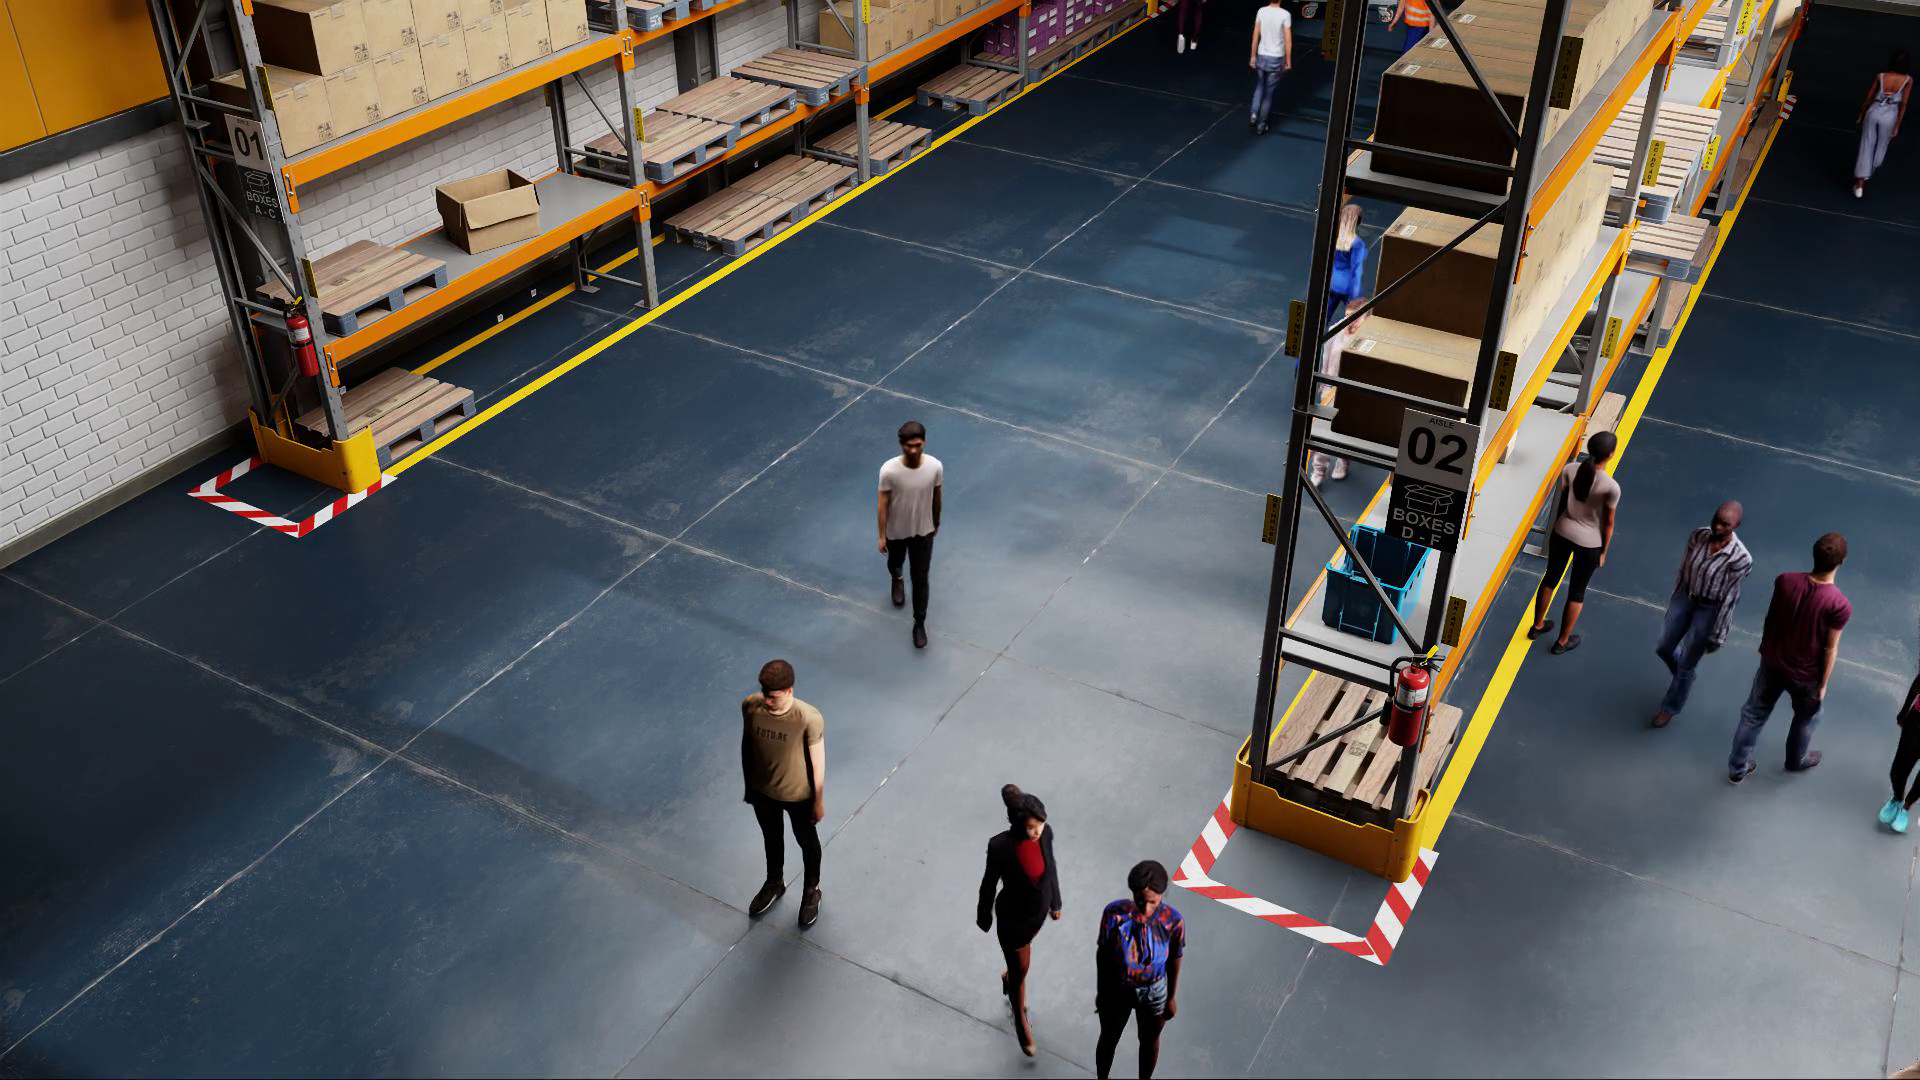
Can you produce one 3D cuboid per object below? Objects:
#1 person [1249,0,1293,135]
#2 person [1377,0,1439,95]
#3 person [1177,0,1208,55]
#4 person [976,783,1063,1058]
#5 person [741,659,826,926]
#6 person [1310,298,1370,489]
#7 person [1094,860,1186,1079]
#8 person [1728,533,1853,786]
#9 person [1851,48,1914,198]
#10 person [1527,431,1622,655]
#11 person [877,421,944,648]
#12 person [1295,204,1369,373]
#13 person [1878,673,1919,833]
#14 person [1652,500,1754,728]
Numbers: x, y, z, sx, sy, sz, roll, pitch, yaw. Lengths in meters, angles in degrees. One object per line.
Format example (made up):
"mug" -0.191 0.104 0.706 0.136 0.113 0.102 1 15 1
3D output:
"person" 3.808 -5.927 20.603 0.625 1.855 0.652 18 38 25
"person" 6.094 -6.790 21.918 1.325 1.837 1.148 -14 36 -20
"person" 3.267 -7.738 23.414 0.826 1.760 1.053 7 34 10
"person" 0.288 1.961 8.944 0.815 1.625 0.841 -19 38 -26
"person" -1.004 1.415 9.564 0.704 1.849 0.632 10 35 15
"person" 3.227 -1.271 13.762 0.668 1.674 0.788 15 37 21
"person" 0.883 2.269 8.367 0.664 1.751 0.660 2 34 3
"person" 5.193 0.819 10.484 1.031 1.823 0.903 -21 39 -29
"person" 10.494 -4.726 18.976 0.668 1.658 1.074 13 36 19
"person" 4.356 0.008 11.775 0.634 1.744 0.654 -26 42 -34
"person" -0.389 -0.140 12.050 1.056 1.686 1.189 -4 34 -6
"person" 3.420 -2.249 15.247 1.161 1.660 0.967 -18 38 -25
"person" 6.037 1.065 10.213 0.609 1.712 0.621 22 40 30
"person" 4.961 0.477 11.039 0.839 1.778 0.788 -19 38 -26
